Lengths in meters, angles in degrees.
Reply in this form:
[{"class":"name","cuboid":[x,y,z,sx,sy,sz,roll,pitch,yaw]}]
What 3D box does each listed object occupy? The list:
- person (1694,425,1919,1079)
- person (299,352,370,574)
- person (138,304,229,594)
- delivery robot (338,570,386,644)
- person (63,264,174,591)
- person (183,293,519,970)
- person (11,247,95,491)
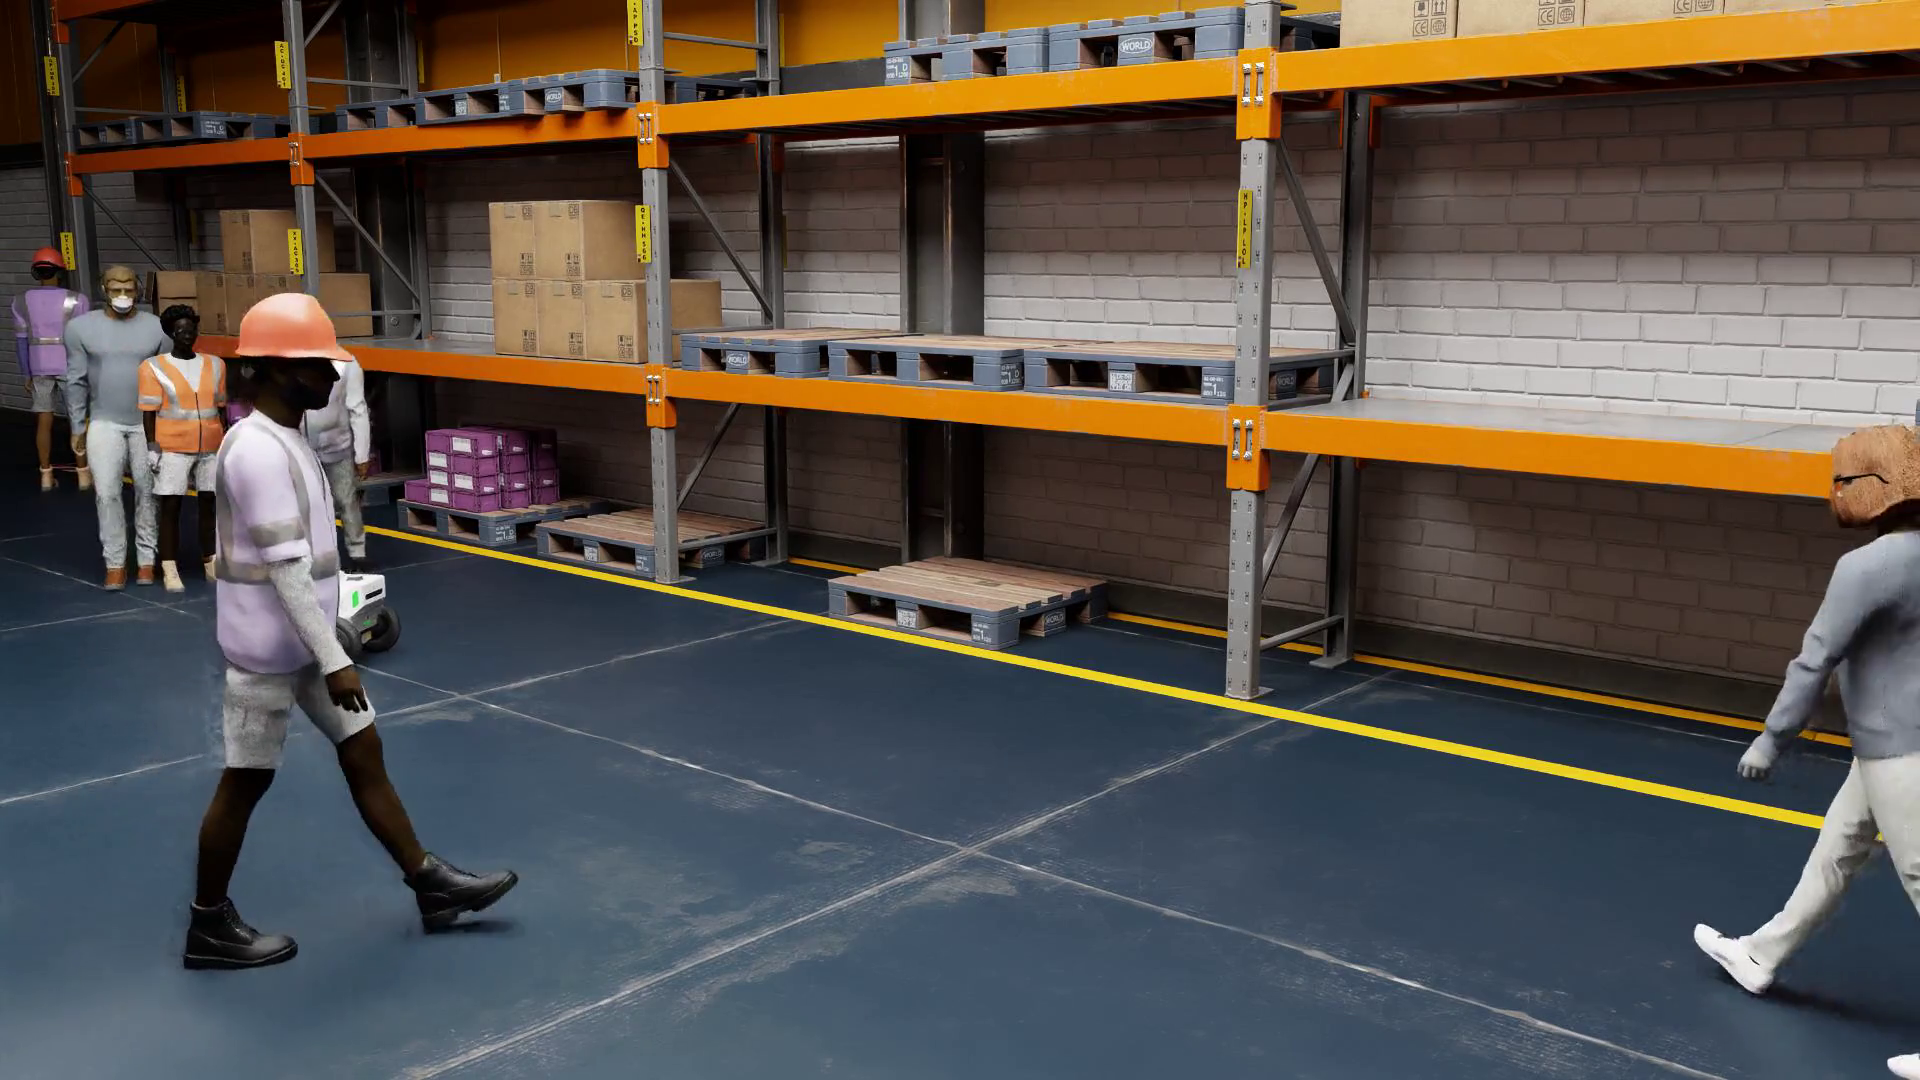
[{"class":"person","cuboid":[2.258,0.507,4.159,0.521,1.576,0.862,-8,13,-38]},{"class":"person","cuboid":[-3.805,-0.554,9.872,0.607,1.731,1.087,-1,10,-8]},{"class":"person","cuboid":[-4.559,-0.541,9.842,0.317,1.695,0.540,8,13,40]},{"class":"delivery robot","cuboid":[-3.193,0.286,8.116,0.707,0.478,0.477,1,10,7]},{"class":"person","cuboid":[-4.897,-0.654,9.817,0.662,1.925,0.620,-5,11,-24]},{"class":"person","cuboid":[-1.766,0.271,4.658,0.974,1.890,0.555,-1,10,-8]},{"class":"person","cuboid":[-7.563,-1.428,13.948,0.609,2.035,0.413,-2,10,-9]}]
